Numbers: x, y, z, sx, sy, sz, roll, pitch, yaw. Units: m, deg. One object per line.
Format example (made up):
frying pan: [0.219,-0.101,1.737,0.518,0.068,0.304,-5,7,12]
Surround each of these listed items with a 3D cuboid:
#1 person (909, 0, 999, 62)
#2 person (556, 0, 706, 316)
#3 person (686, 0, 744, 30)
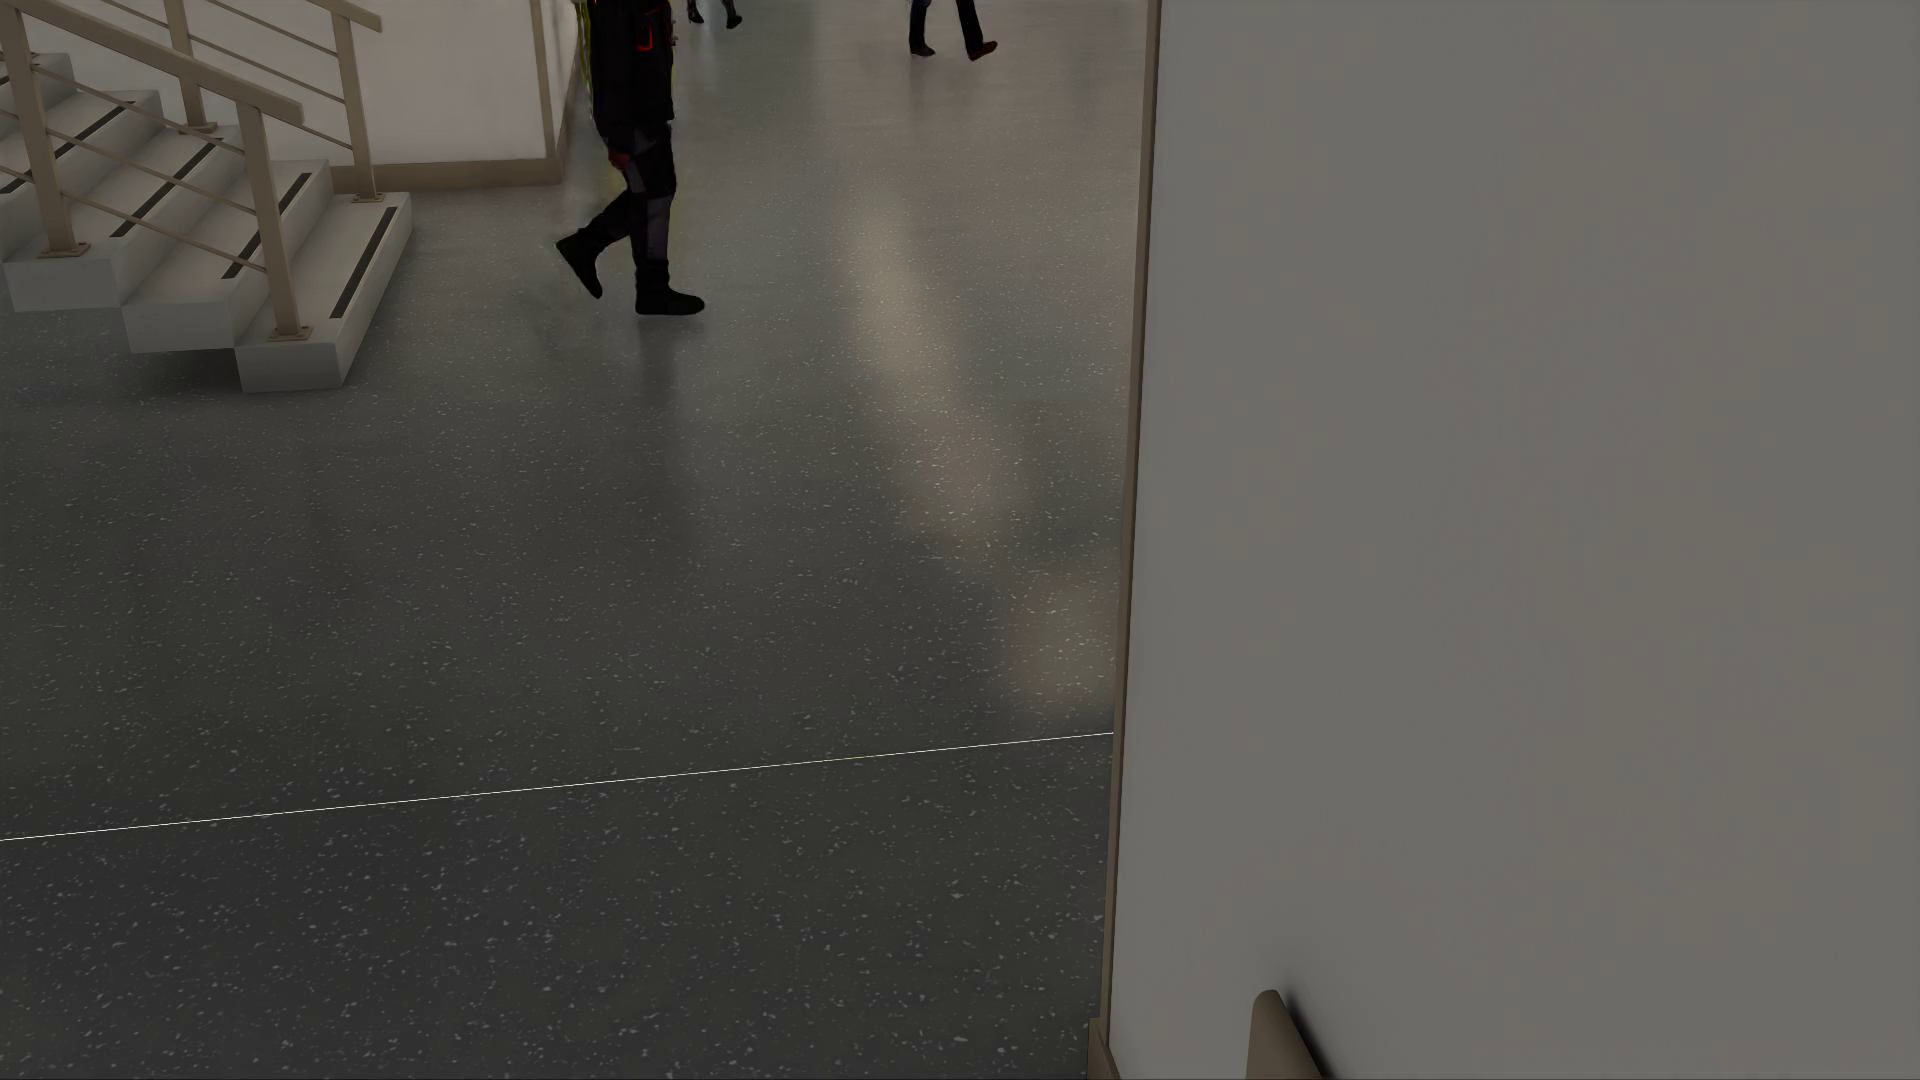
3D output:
person: [-0.233,-4.859,13.733,1.168,1.768,1.189,22,33,38]
person: [-1.580,-1.910,7.589,1.070,1.793,0.896,4,26,9]
person: [-2.408,-5.515,15.225,1.204,1.652,0.999,-18,31,-32]
